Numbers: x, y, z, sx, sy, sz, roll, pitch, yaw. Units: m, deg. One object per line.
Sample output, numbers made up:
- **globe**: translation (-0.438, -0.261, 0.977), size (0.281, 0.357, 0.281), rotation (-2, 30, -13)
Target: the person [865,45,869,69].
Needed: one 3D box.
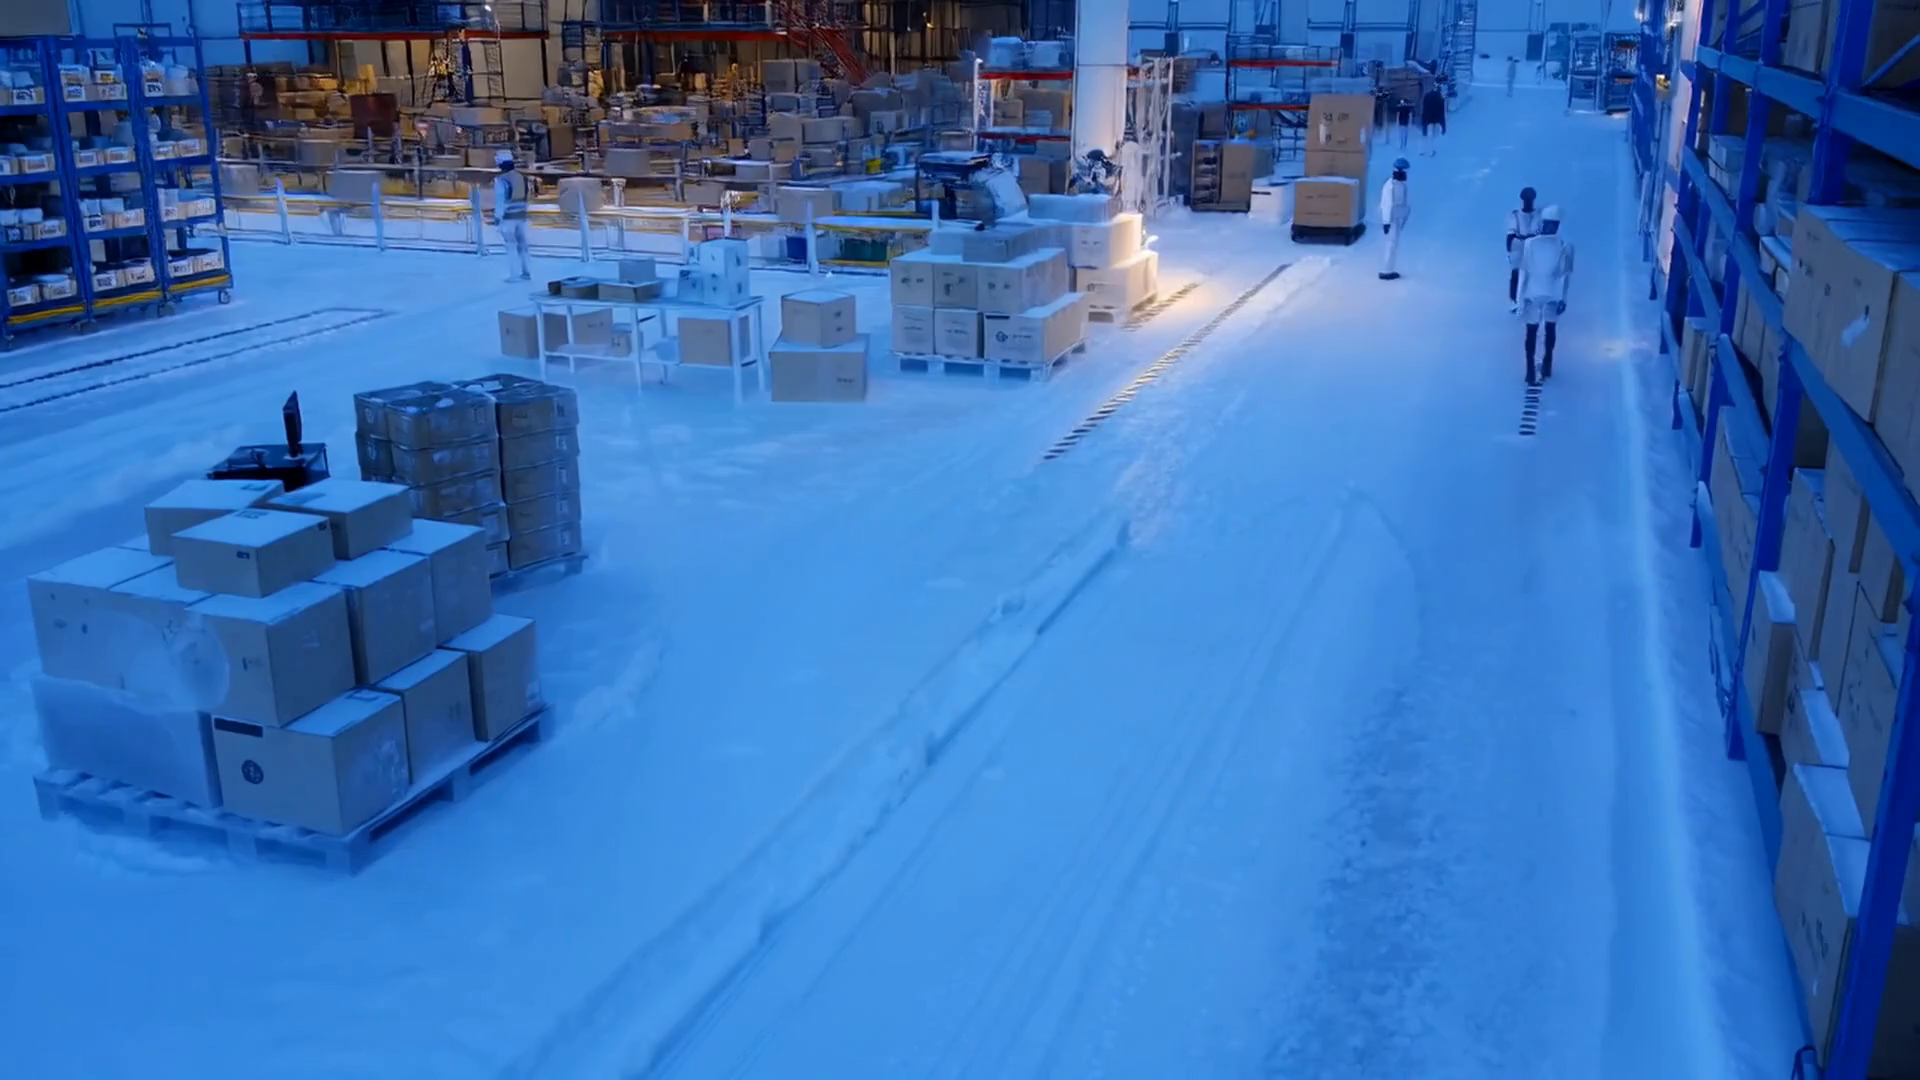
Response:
- **person**: translation (-5.515, -28.314, 98.594), size (0.678, 1.972, 0.628), rotation (1, 18, 2)

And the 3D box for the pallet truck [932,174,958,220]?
- **pallet truck**: translation (-0.507, -5.292, 27.348), size (0.653, 1.274, 1.630), rotation (6, 19, 19)

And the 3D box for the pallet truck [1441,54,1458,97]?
- **pallet truck**: translation (22.765, -21.886, 78.355), size (0.823, 1.965, 1.885), rotation (-4, 18, -14)

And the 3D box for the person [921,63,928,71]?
- **person**: translation (-1.323, -18.366, 67.483), size (0.985, 1.894, 0.559), rotation (1, 18, 3)

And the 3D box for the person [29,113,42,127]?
- **person**: translation (-30.973, -14.591, 55.613), size (0.655, 1.894, 0.540), rotation (-14, 23, -38)

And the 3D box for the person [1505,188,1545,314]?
- **person**: translation (7.636, -3.929, 22.489), size (0.536, 1.655, 0.853), rotation (5, 18, 15)

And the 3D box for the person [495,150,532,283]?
- **person**: translation (-6.705, -4.838, 24.896), size (0.423, 1.939, 0.604), rotation (8, 19, 24)

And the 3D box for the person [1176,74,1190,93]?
- **person**: translation (7.946, -15.748, 59.475), size (0.531, 1.754, 0.385), rotation (-10, 20, -28)

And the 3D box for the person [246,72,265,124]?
- **person**: translation (-23.168, -14.301, 54.530), size (1.068, 1.985, 0.631), rotation (1, 18, 2)

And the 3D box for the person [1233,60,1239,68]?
- **person**: translation (12.538, -20.959, 75.698), size (0.345, 1.841, 0.506), rotation (3, 18, 10)

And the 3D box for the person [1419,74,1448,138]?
- **person**: translation (15.263, -13.952, 53.357), size (0.914, 2.000, 0.684), rotation (-7, 19, -21)

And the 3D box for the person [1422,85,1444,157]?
- **person**: translation (13.196, -11.671, 46.346), size (0.688, 1.954, 0.699), rotation (13, 22, 36)

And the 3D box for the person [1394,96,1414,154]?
- **person**: translation (12.589, -11.771, 47.224), size (0.503, 1.601, 0.770), rotation (6, 18, 17)

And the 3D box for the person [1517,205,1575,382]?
- **person**: translation (6.434, -2.731, 18.339), size (0.549, 1.899, 0.923), rotation (6, 19, 18)

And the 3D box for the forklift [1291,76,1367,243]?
- **forklift**: translation (6.598, -6.755, 29.381), size (1.129, 2.768, 1.873), rotation (6, 19, 19)

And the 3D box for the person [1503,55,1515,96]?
- **person**: translation (26.272, -22.202, 79.474), size (0.377, 1.920, 0.586), rotation (0, 18, 0)

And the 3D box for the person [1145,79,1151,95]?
- **person**: translation (6.396, -14.924, 56.971), size (0.318, 1.697, 0.535), rotation (-9, 20, -26)

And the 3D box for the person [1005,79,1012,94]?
- **person**: translation (1.942, -18.221, 67.065), size (0.327, 1.862, 0.519), rotation (-5, 18, -15)

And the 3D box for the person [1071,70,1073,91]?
- **person**: translation (4.170, -15.664, 58.908), size (0.822, 1.940, 0.616), rotation (8, 19, 24)

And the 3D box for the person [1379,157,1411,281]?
- **person**: translation (6.563, -4.833, 25.048), size (0.404, 1.827, 0.600), rotation (13, 22, 36)

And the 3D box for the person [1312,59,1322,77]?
- **person**: translation (17.095, -22.161, 79.659), size (0.497, 1.733, 0.426), rotation (6, 19, 19)

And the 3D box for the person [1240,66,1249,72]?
- **person**: translation (11.754, -18.838, 68.909), size (0.370, 1.916, 0.597), rotation (16, 24, 42)

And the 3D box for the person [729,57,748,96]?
- **person**: translation (-10.669, -22.111, 79.341), size (0.972, 1.832, 0.577), rotation (7, 19, 21)

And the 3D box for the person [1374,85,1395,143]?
- **person**: translation (13.093, -13.119, 51.231), size (0.539, 1.748, 0.534), rotation (-8, 20, -25)

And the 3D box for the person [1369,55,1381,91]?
- **person**: translation (20.937, -23.501, 83.749), size (0.634, 1.808, 0.930), rotation (-13, 22, -35)

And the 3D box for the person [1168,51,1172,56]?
- **person**: translation (10.675, -24.184, 85.697), size (0.717, 1.927, 0.614), rotation (-9, 20, -27)
